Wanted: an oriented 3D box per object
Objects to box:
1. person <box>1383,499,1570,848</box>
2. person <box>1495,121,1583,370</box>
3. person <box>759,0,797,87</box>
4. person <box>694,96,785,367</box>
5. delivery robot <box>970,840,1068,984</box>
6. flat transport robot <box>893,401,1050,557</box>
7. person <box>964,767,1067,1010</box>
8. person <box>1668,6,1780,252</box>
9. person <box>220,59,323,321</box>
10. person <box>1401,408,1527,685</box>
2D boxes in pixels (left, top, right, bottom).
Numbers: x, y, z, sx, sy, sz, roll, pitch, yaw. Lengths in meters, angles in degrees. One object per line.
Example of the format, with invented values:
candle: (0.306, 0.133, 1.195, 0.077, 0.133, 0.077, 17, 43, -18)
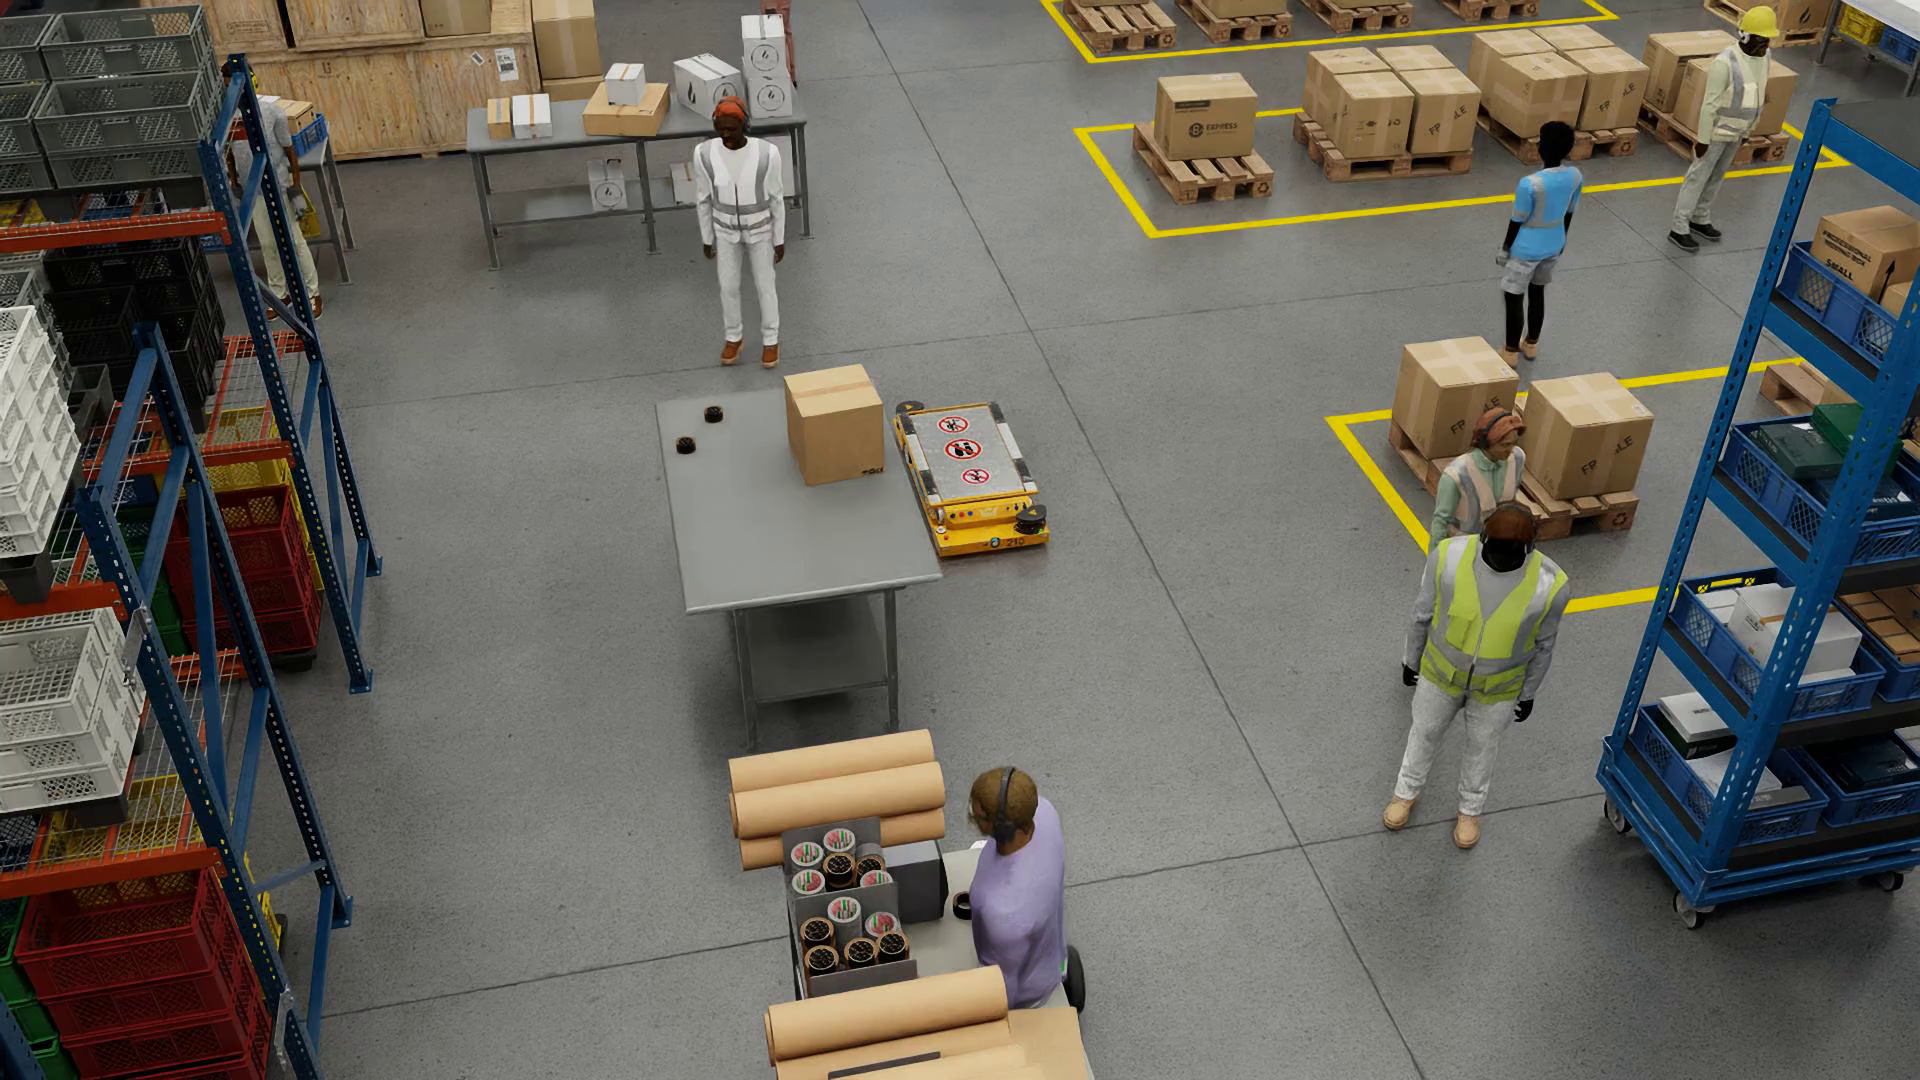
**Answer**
person: (2.283, 0.600, 7.417, 0.627, 1.844, 0.429, 14, 39, 18)
person: (3.782, -1.932, 10.950, 0.533, 1.684, 0.319, -20, 41, -25)
person: (-1.671, -4.850, 14.701, 0.400, 1.900, 0.647, 1, 37, 2)
person: (-1.419, -2.010, 10.901, 0.571, 1.878, 0.352, 2, 37, 3)
delivery robot: (0.235, 1.591, 7.081, 0.477, 0.478, 0.707, -5, 37, -6)
flat transport robot: (0.046, -0.430, 10.108, 0.652, 0.197, 1.431, -8, 37, -10)
person: (0.197, 1.558, 6.062, 0.371, 1.930, 0.629, 8, 37, 10)
person: (5.690, -3.057, 12.340, 0.592, 1.833, 0.404, -23, 42, -27)
person: (-4.753, -2.382, 11.402, 0.513, 1.872, 0.328, 1, 37, 1)
person: (2.541, 0.035, 8.352, 0.518, 1.632, 0.317, -18, 40, -22)
